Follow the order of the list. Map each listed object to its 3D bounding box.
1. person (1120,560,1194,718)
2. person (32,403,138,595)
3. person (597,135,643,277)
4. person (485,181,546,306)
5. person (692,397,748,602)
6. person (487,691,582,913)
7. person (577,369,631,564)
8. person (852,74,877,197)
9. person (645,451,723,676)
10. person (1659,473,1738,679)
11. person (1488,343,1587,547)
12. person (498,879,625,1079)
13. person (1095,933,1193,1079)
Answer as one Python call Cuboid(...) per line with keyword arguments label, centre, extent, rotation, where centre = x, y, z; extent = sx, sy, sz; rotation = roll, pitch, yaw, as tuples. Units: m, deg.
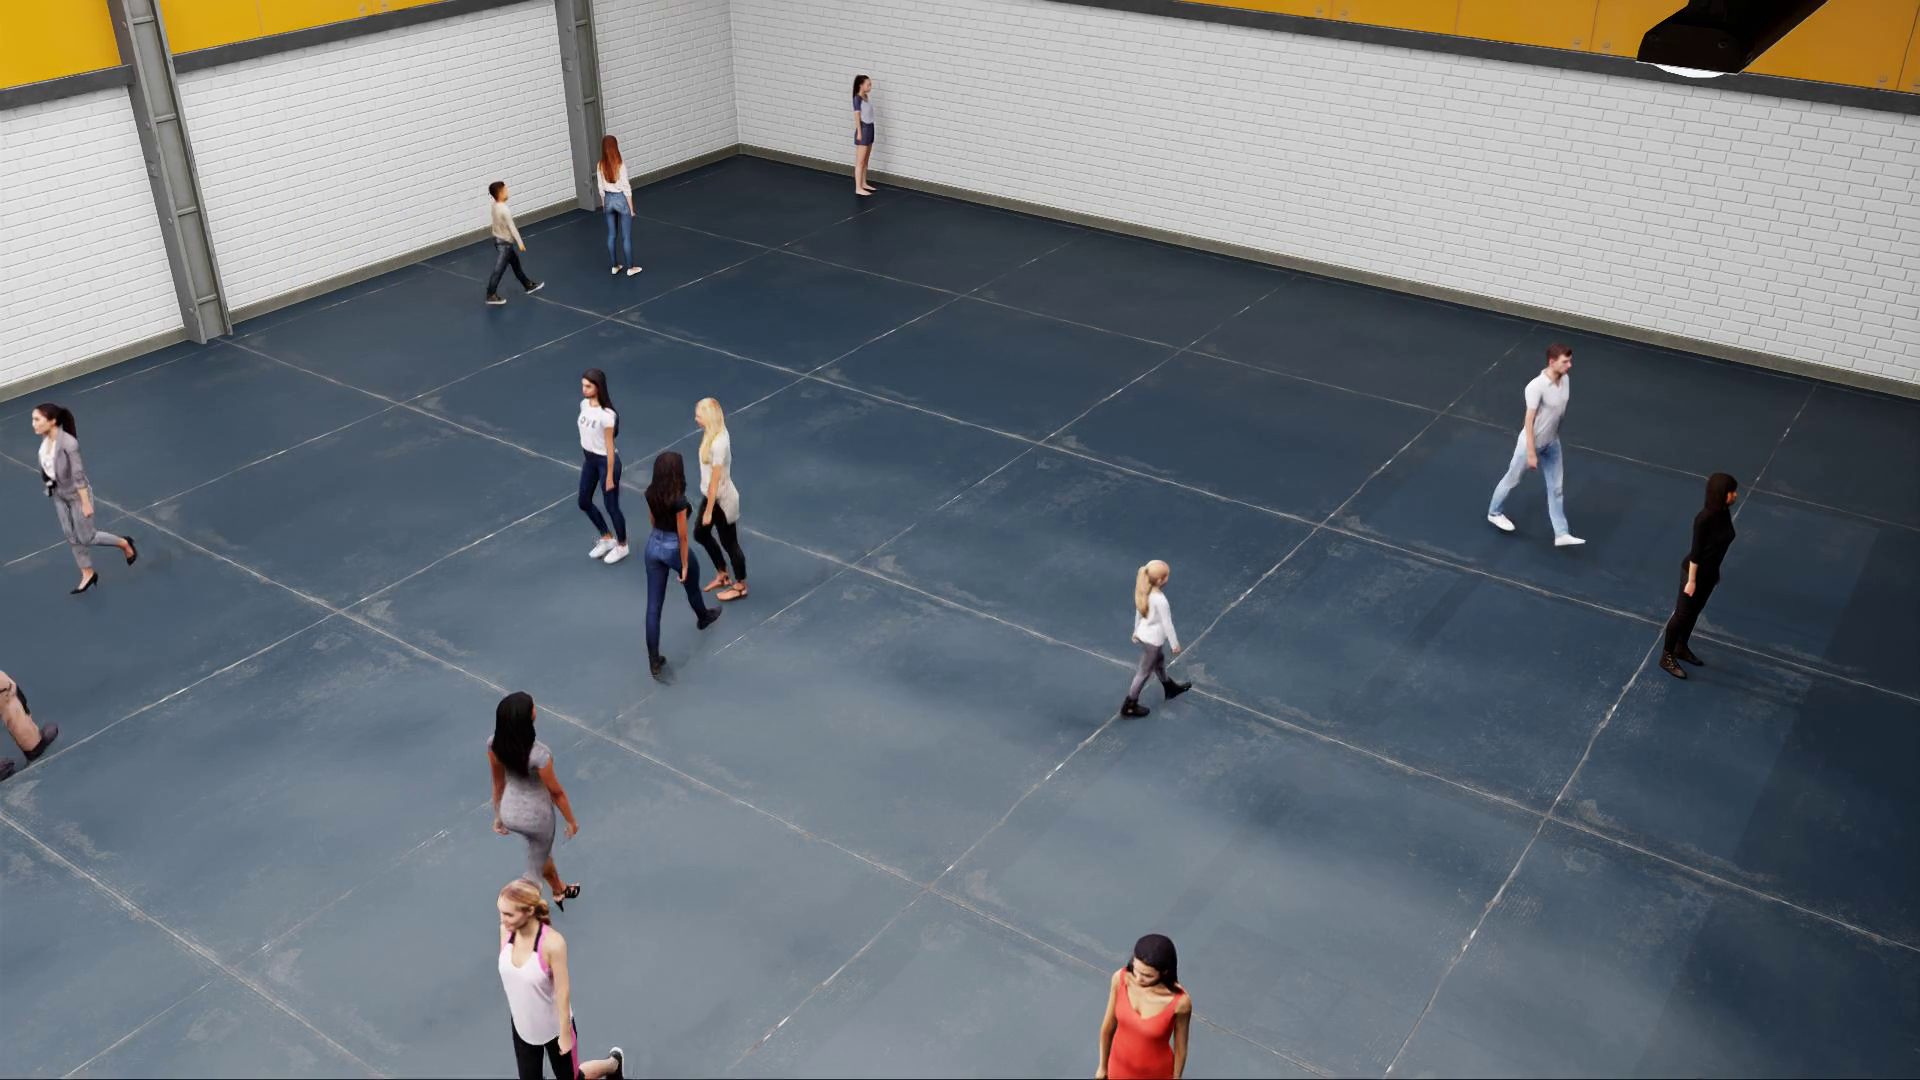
Cuboid(label="person", centre=(1.322, 0.737, 12.007), extent=(0.892, 1.257, 0.788), rotation=(-8, 30, -14))
Cuboid(label="person", centre=(-7.166, -0.357, 13.591), extent=(0.618, 1.659, 0.816), rotation=(18, 33, 30))
Cuboid(label="person", centre=(-4.207, -4.106, 20.394), extent=(0.630, 1.728, 0.601), rotation=(9, 30, 16))
Cuboid(label="person", centre=(-5.412, -3.446, 19.496), extent=(1.075, 1.428, 0.774), rotation=(-19, 34, -31))
Cuboid(label="person", centre=(-1.822, -0.322, 13.374), extent=(0.776, 1.807, 0.730), rotation=(-10, 30, -17))
Cuboid(label="person", centre=(-2.572, 1.716, 9.695), extent=(0.659, 1.753, 0.940), rotation=(15, 32, 25))
Cuboid(label="person", centre=(-2.939, -0.638, 14.001), extent=(0.641, 1.761, 0.627), rotation=(24, 37, 37))
Cuboid(label="person", centre=(-1.374, -5.713, 23.419), extent=(0.717, 1.652, 0.571), rotation=(7, 29, 13))
Cuboid(label="person", centre=(-2.229, 0.214, 12.530), extent=(0.761, 1.673, 1.242), rotation=(10, 30, 18))
Cuboid(label="person", centre=(5.565, 0.237, 12.523), extent=(0.522, 1.640, 0.680), rotation=(-22, 35, -34))
Cuboid(label="person", centre=(4.899, -0.841, 14.336), extent=(1.203, 1.797, 1.029), rotation=(-18, 33, -29))
Cuboid(label="person", centre=(-2.042, 2.405, 8.415), extent=(0.691, 1.769, 1.037), rotation=(15, 32, 25))
Cuboid(label="person", centre=(0.892, 2.586, 8.132), extent=(0.618, 1.722, 0.564), rotation=(14, 31, 23))
